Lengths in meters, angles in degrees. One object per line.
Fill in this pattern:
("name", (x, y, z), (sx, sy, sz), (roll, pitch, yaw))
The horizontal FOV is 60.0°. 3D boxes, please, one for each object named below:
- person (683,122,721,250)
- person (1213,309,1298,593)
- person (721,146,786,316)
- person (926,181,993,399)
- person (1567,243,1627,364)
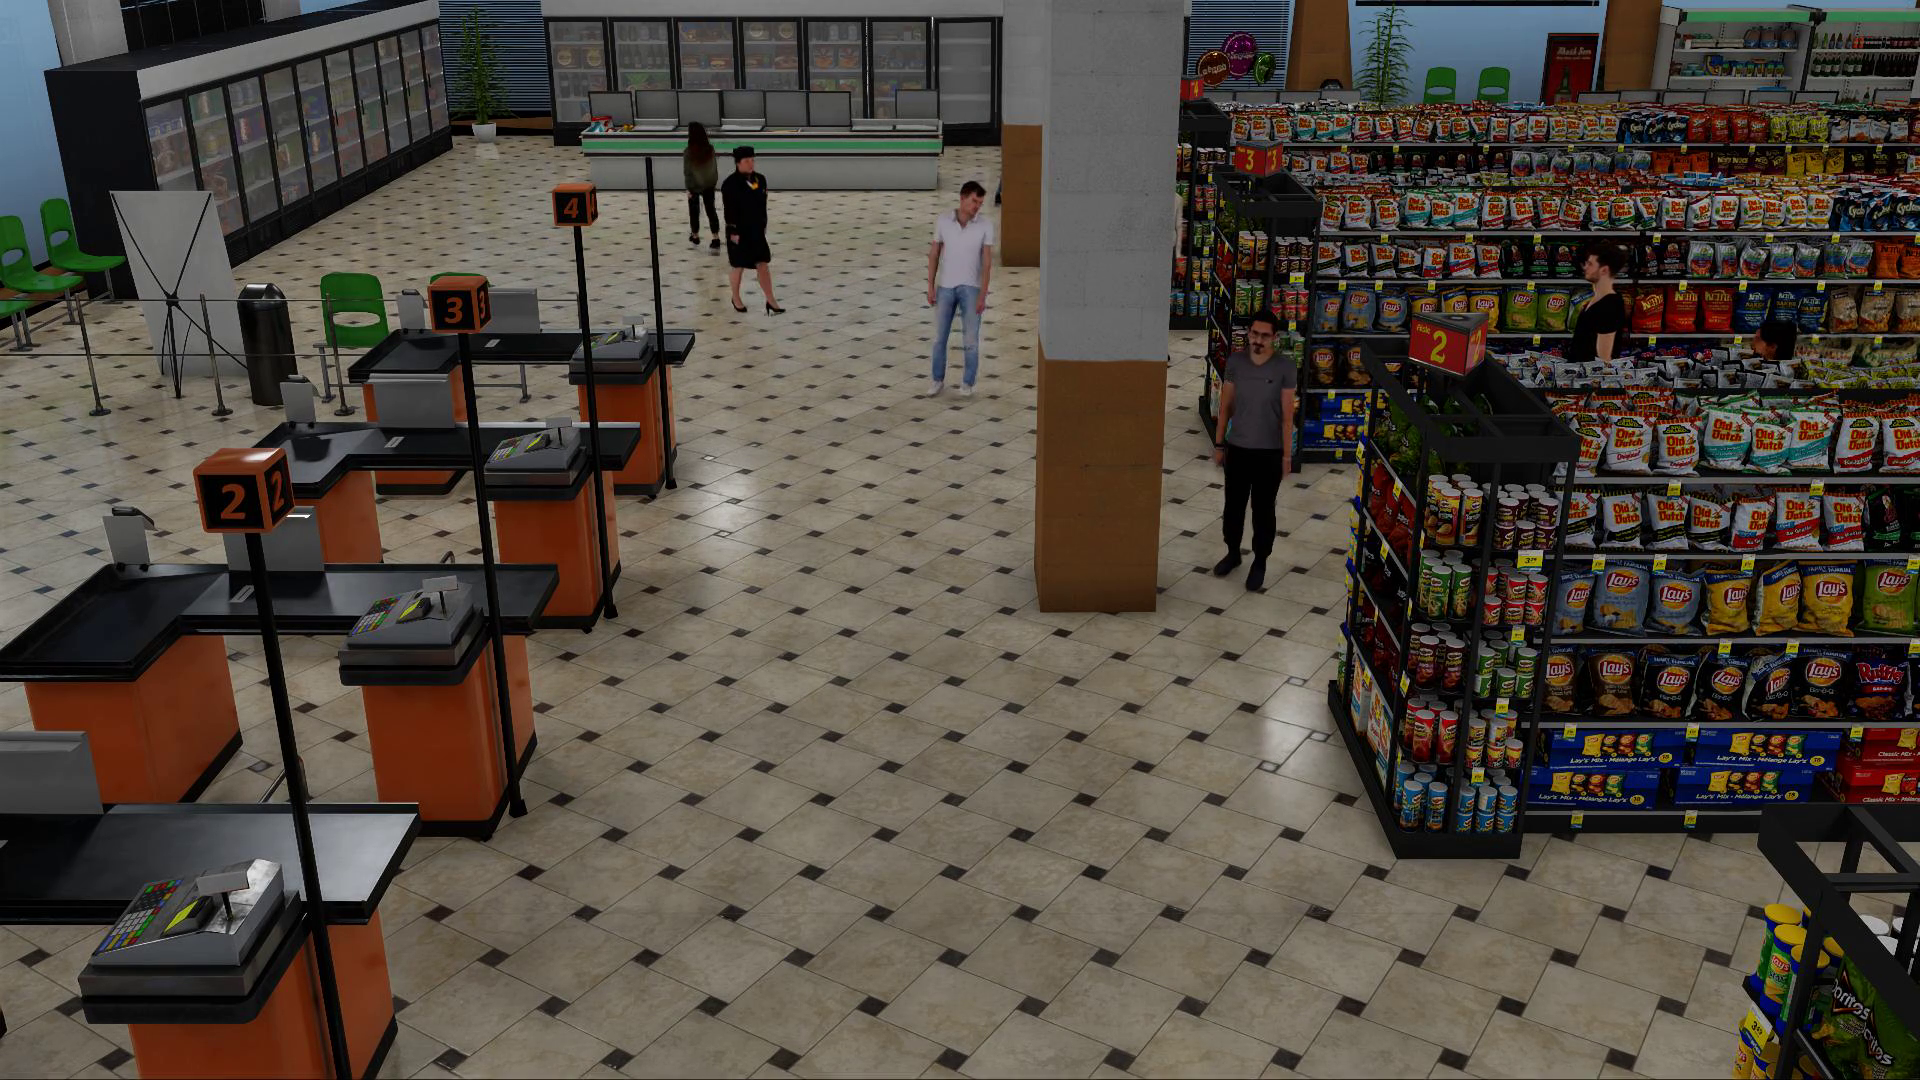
("person", (-2.946, -4.054, 19.197), (1.021, 1.441, 0.951), (-12, 25, -27))
("person", (1.837, -0.569, 10.134), (0.809, 1.732, 0.875), (13, 25, 30))
("person", (-2.150, -3.025, 16.368), (1.045, 1.641, 1.093), (-19, 29, -39))
("person", (0.027, -2.052, 13.720), (0.693, 1.809, 0.834), (9, 23, 20))
("person", (4.199, -1.023, 11.045), (0.645, 1.895, 0.734), (5, 23, 13))
